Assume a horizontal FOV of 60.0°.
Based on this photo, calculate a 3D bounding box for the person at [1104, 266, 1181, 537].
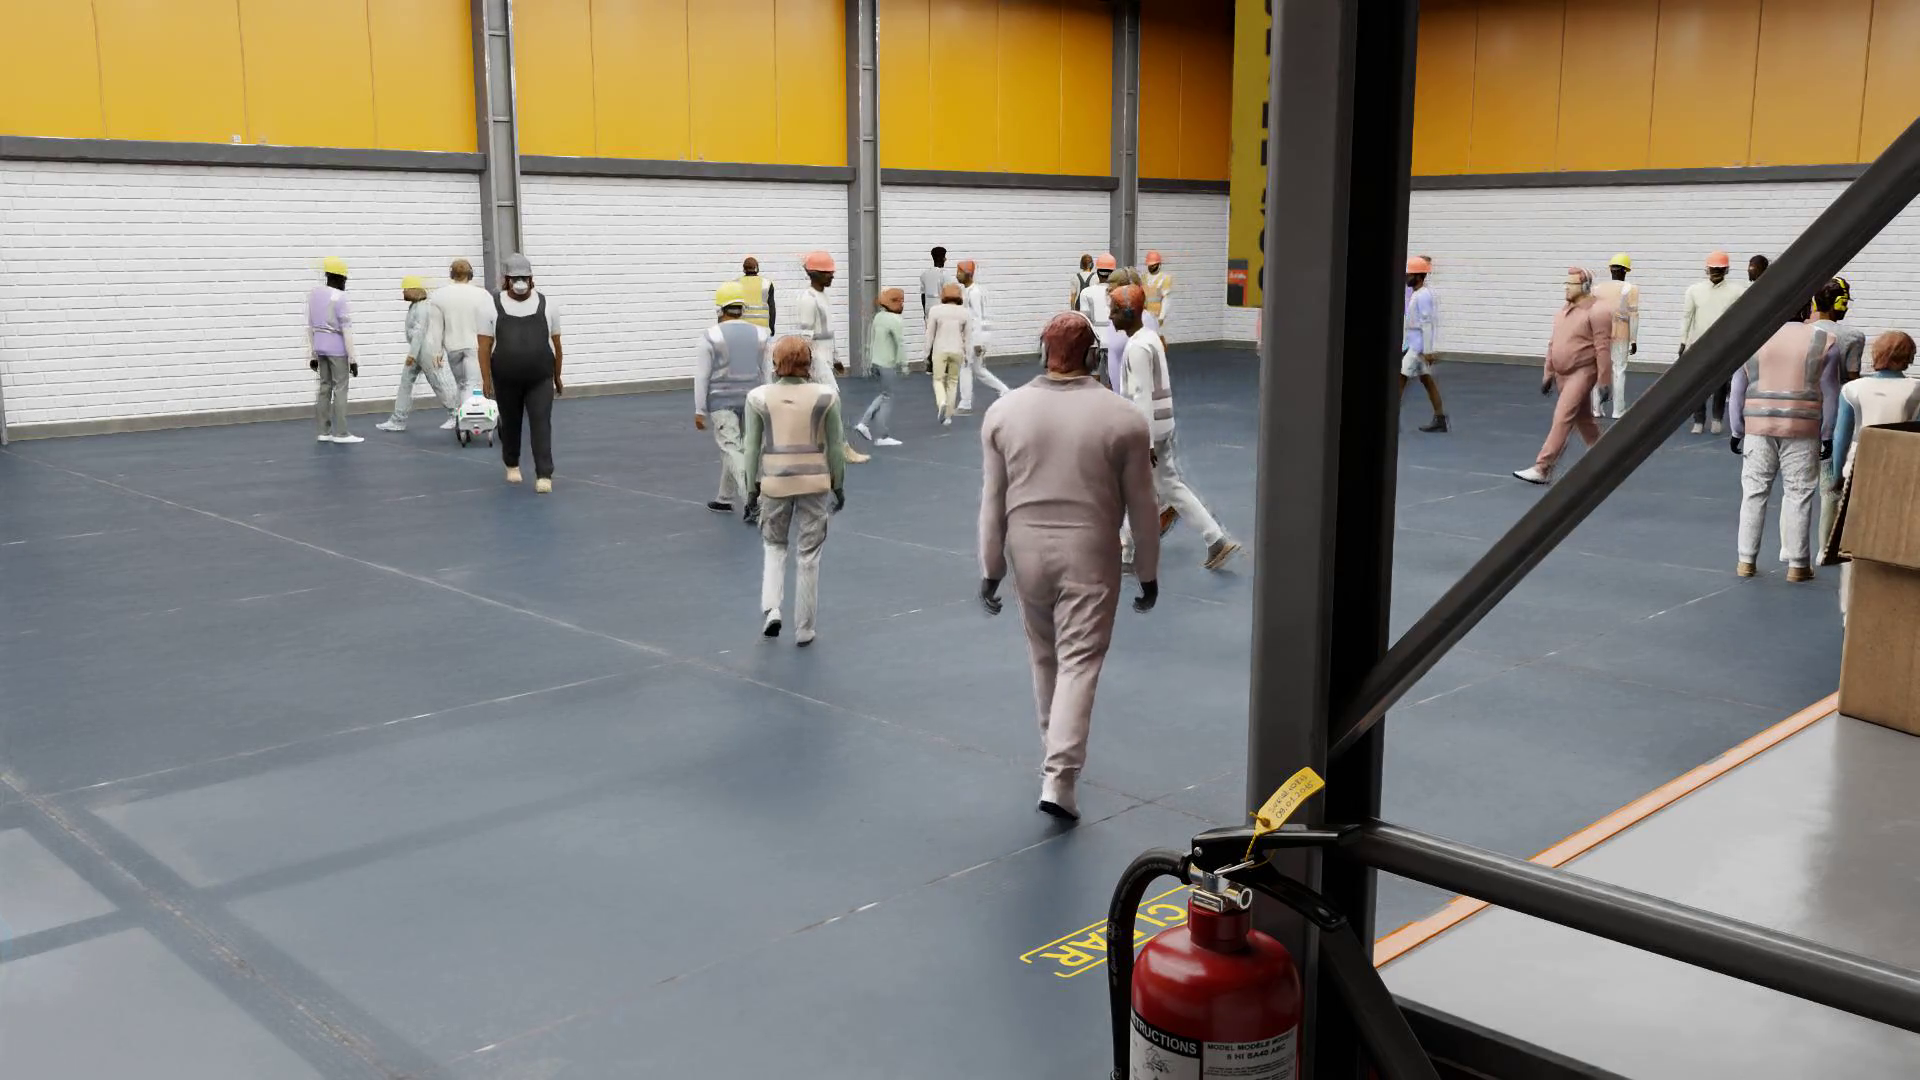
[{"bbox_3d":[1.218,-0.867,11.175,0.554,1.928,0.666,-2,11,-10],"label":"person"}]

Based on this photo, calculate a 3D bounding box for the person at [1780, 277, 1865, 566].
[{"bbox_3d":[5.577,-0.765,10.808,0.327,1.863,0.514,-10,14,-44],"label":"person"}]

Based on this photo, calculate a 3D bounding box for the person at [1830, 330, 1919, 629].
[{"bbox_3d":[5.027,-0.326,9.051,0.641,1.612,0.537,-10,15,-44],"label":"person"}]

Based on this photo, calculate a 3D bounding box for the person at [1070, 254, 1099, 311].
[{"bbox_3d":[1.943,-3.450,25.511,0.504,1.839,0.344,3,11,14],"label":"person"}]

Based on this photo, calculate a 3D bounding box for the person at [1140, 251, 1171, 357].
[{"bbox_3d":[2.925,-3.467,25.491,0.560,1.875,1.011,8,13,37],"label":"person"}]

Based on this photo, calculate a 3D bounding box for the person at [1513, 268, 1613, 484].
[{"bbox_3d":[5.263,-1.404,14.311,1.024,1.855,0.663,-2,11,-13],"label":"person"}]

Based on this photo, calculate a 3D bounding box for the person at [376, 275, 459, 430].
[{"bbox_3d":[-5.937,-2.046,18.238,0.904,1.697,0.489,-7,13,-34],"label":"person"}]

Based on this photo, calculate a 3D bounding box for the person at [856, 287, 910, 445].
[{"bbox_3d":[-0.750,-1.746,16.837,0.419,1.613,0.515,-5,12,-27],"label":"person"}]

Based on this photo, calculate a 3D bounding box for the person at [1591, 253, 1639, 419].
[{"bbox_3d":[7.614,-2.362,19.357,0.374,1.919,0.585,-9,14,-41],"label":"person"}]

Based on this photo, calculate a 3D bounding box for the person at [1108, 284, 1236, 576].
[{"bbox_3d":[1.305,-0.671,10.380,0.849,1.846,0.612,3,11,14],"label":"person"}]

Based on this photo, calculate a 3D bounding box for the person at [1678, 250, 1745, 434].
[{"bbox_3d":[8.032,-2.105,17.823,0.625,1.977,0.602,6,12,29],"label":"person"}]

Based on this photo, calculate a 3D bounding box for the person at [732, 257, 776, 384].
[{"bbox_3d":[-2.794,-2.886,22.447,0.621,1.837,0.429,-1,10,-7],"label":"person"}]

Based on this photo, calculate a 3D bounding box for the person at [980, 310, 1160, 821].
[{"bbox_3d":[0.409,0.072,6.250,0.663,1.863,0.960,3,11,18],"label":"person"}]

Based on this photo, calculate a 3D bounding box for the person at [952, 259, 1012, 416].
[{"bbox_3d":[0.251,-2.390,19.701,0.754,1.857,0.613,0,10,-1],"label":"person"}]

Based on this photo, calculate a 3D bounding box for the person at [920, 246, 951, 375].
[{"bbox_3d":[-0.334,-3.498,25.417,0.602,1.967,0.366,9,14,40],"label":"person"}]

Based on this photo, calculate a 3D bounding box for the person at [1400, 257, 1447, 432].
[{"bbox_3d":[4.847,-2.099,17.987,0.996,1.886,0.570,2,11,10],"label":"person"}]

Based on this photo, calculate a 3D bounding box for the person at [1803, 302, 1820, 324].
[{"bbox_3d":[8.924,-1.935,17.593,0.582,1.719,0.787,6,12,29],"label":"person"}]

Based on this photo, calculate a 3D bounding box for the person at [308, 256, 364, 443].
[{"bbox_3d":[-6.443,-1.940,17.118,0.660,1.913,0.402,6,12,31],"label":"person"}]

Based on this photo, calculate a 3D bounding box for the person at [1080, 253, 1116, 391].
[{"bbox_3d":[1.557,-2.114,17.952,0.551,1.937,0.357,0,10,2],"label":"person"}]

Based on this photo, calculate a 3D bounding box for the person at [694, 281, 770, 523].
[{"bbox_3d":[-1.689,-1.034,12.453,0.598,1.796,0.889,-9,13,-39],"label":"person"}]

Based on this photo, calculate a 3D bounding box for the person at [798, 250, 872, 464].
[{"bbox_3d":[-1.379,-1.704,15.570,1.015,2.006,0.626,1,10,4],"label":"person"}]

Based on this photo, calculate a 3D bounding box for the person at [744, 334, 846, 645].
[{"bbox_3d":[-0.857,-0.255,8.686,0.521,1.625,0.371,0,10,1],"label":"person"}]

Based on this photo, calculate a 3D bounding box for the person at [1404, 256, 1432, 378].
[{"bbox_3d":[6.838,-3.329,24.963,0.381,1.842,0.591,0,10,-1],"label":"person"}]

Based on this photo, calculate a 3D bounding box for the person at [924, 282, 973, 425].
[{"bbox_3d":[-0.119,-2.058,18.534,0.549,1.605,0.572,-1,10,-5],"label":"person"}]

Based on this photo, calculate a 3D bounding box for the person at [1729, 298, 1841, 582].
[{"bbox_3d":[5.103,-0.666,10.318,0.621,1.845,0.429,7,13,35],"label":"person"}]

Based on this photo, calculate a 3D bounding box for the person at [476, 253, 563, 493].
[{"bbox_3d":[-3.722,-1.457,14.090,0.694,2.000,1.010,-3,11,-17],"label":"person"}]

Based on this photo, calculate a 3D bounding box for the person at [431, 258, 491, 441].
[{"bbox_3d":[-5.181,-1.989,17.373,0.641,1.908,0.936,0,10,-2],"label":"person"}]

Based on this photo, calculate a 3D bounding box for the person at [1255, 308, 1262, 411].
[{"bbox_3d":[3.718,-2.291,19.140,0.680,1.854,0.968,0,10,0],"label":"person"}]

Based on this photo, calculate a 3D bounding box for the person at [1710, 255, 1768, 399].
[{"bbox_3d":[9.940,-2.619,20.888,0.998,1.866,0.600,3,11,14],"label":"person"}]

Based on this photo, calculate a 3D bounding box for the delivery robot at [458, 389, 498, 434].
[{"bbox_3d":[-4.932,-1.301,17.038,0.477,0.478,0.707,-2,11,-11],"label":"delivery robot"}]
